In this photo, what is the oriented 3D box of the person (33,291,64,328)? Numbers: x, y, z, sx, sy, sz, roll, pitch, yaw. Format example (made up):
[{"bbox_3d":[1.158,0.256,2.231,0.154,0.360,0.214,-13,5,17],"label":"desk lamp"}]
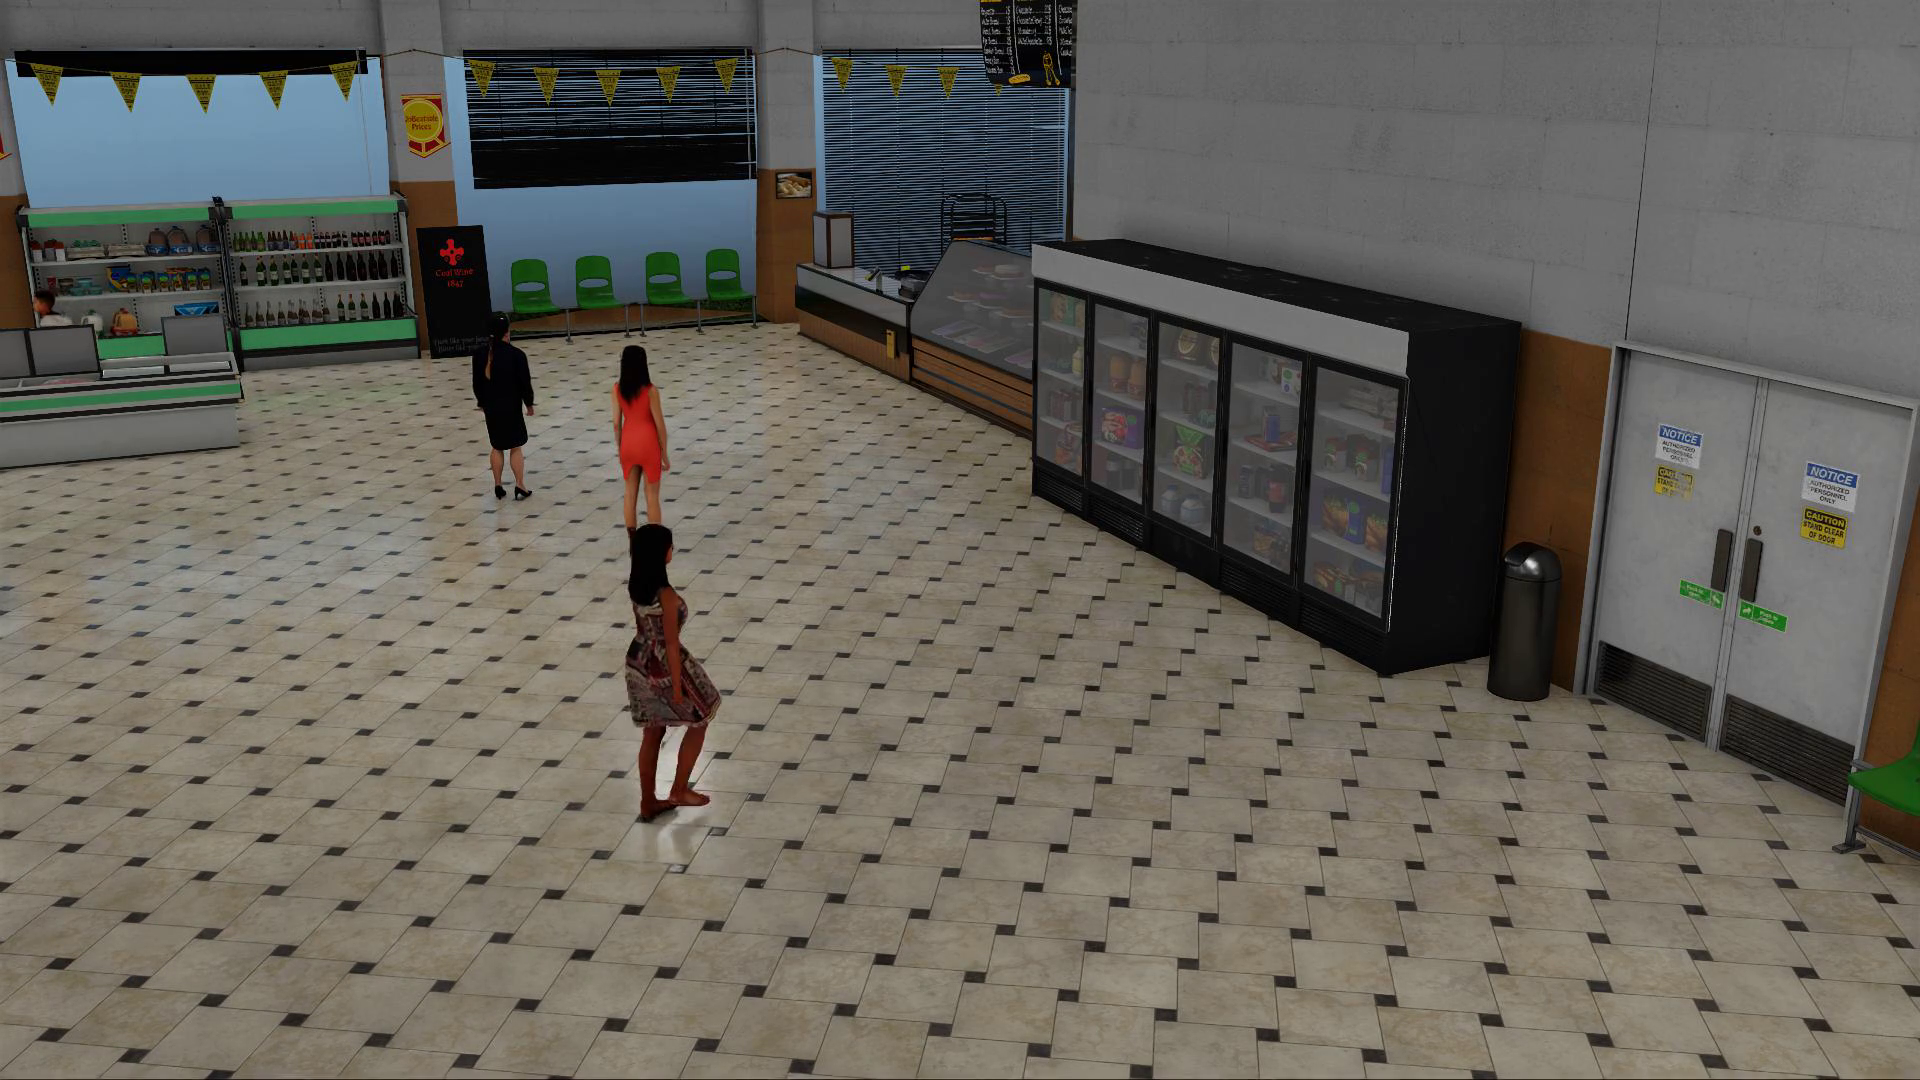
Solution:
[{"bbox_3d":[-9.749,-1.976,18.068,0.989,1.429,0.664,-5,18,-17],"label":"person"}]

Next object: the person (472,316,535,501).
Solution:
[{"bbox_3d":[-4.133,-1.189,15.059,0.760,1.671,0.868,2,17,7],"label":"person"}]

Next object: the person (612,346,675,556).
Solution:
[{"bbox_3d":[-2.581,-0.719,13.427,0.638,1.719,0.726,4,17,12],"label":"person"}]

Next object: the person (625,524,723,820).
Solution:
[{"bbox_3d":[-1.656,0.732,8.802,0.785,1.631,0.745,-15,22,-40],"label":"person"}]
